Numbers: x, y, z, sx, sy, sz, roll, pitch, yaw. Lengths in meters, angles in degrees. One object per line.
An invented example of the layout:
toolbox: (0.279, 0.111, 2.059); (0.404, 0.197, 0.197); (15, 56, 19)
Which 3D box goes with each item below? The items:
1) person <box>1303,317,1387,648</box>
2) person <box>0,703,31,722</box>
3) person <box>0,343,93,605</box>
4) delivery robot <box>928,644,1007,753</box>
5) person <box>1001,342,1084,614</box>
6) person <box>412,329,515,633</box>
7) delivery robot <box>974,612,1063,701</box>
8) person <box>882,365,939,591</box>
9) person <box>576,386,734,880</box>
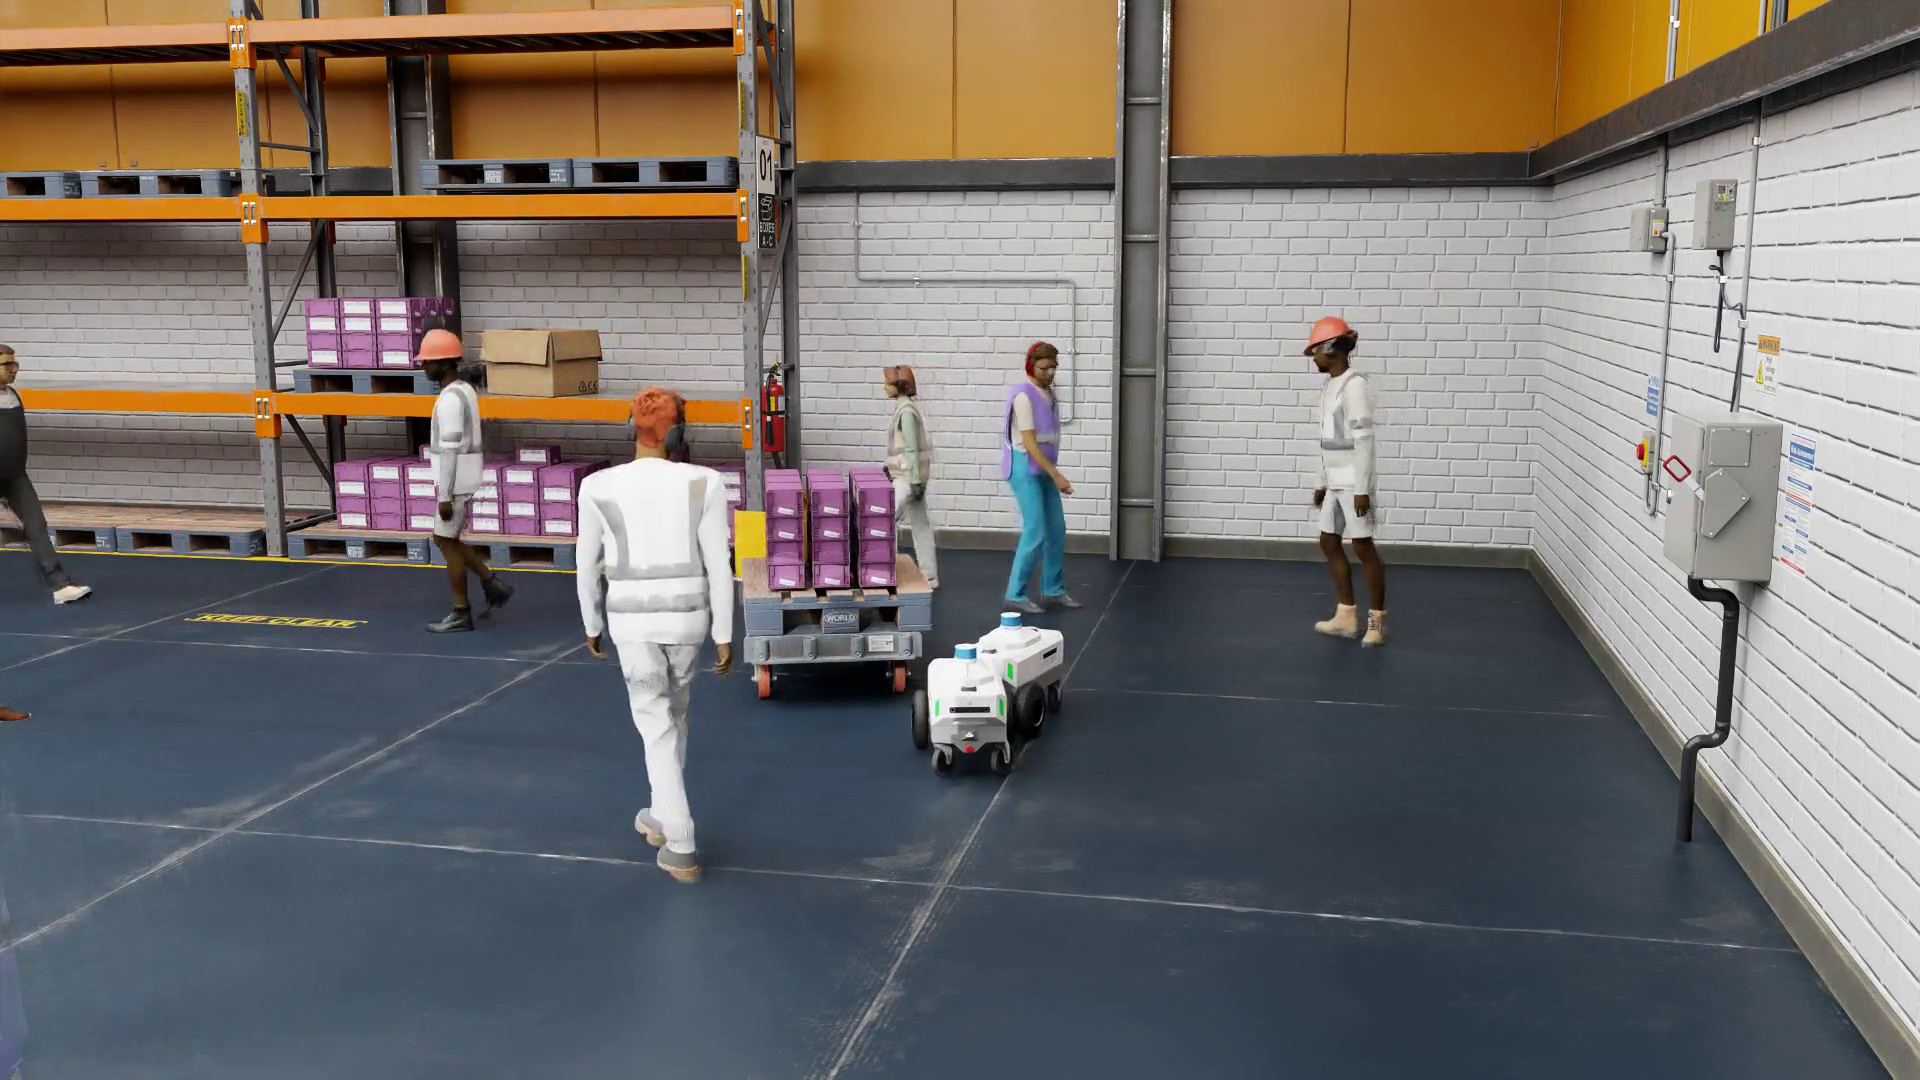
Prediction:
person: (2.392, -0.354, 10.203); (0.530, 1.994, 0.683); (-1, 9, -7)
person: (-5.102, 0.194, 8.094); (0.853, 1.596, 0.493); (-7, 12, -37)
person: (-6.444, -0.429, 11.231); (0.995, 1.793, 0.527); (1, 10, 8)
delivery robot: (0.028, 0.726, 7.718); (0.477, 0.478, 0.707); (0, 9, -3)
person: (0.563, -0.395, 10.987); (0.563, 1.812, 0.568); (5, 11, 27)
person: (-3.153, -0.361, 10.442); (0.466, 1.918, 0.563); (-1, 9, -7)
delivery robot: (0.256, 0.610, 8.414); (0.477, 0.478, 0.707); (5, 10, 25)
person: (-0.457, -0.416, 11.691); (0.679, 1.613, 0.527); (0, 9, 0)
person: (-1.179, 0.344, 6.430); (0.560, 1.838, 0.748); (-3, 10, -18)
